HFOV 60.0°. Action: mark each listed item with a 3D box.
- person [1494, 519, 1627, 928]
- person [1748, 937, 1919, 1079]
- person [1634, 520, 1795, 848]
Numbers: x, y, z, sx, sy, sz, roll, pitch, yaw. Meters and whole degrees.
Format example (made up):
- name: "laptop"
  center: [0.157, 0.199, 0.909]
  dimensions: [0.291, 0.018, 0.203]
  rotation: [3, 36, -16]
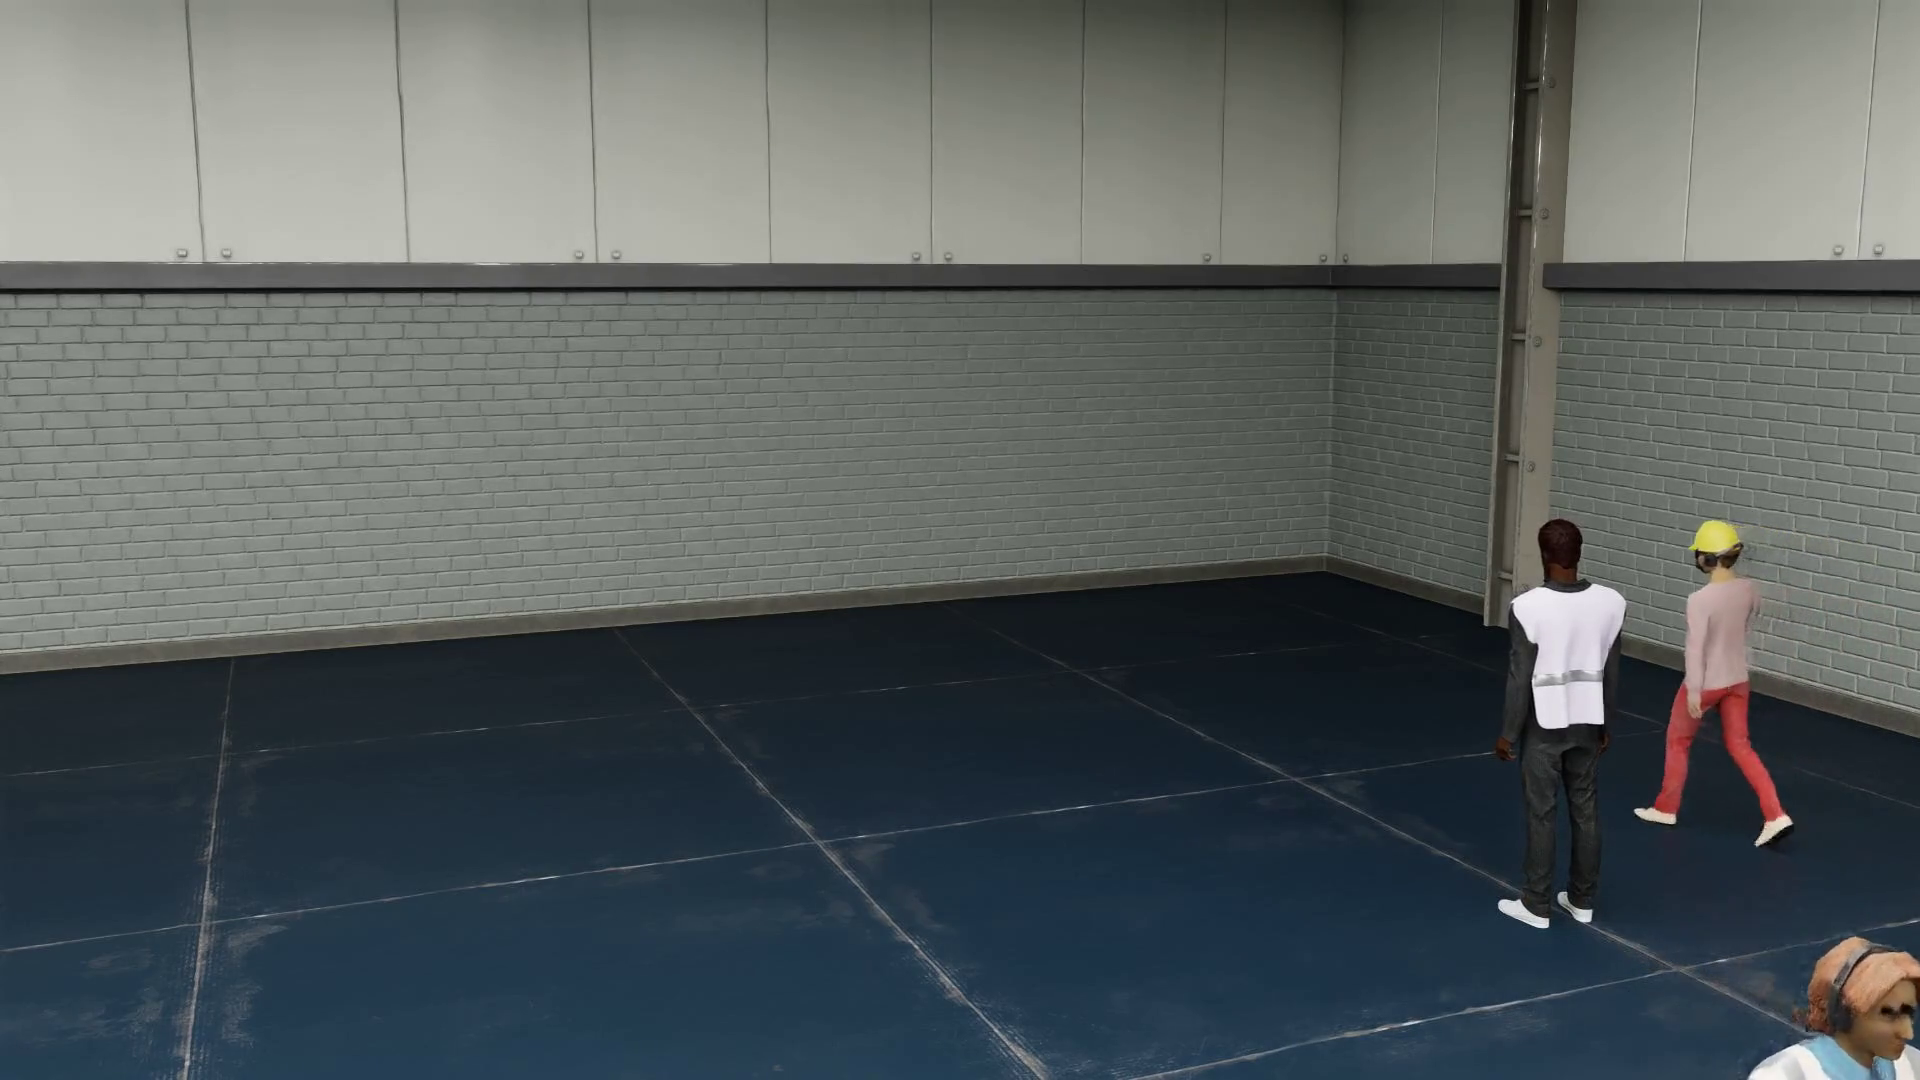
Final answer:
- name: "person"
  center: [2.789, 0.860, 7.734]
  dimensions: [0.587, 1.908, 0.391]
  rotation: [-2, 9, -13]
- name: "person"
  center: [1.933, 1.662, 3.583]
  dimensions: [0.546, 1.607, 0.688]
  rotation: [-4, 10, -21]
- name: "person"
  center: [4.074, 0.758, 8.889]
  dimensions: [0.520, 1.736, 0.836]
  rotation: [-4, 10, -25]
